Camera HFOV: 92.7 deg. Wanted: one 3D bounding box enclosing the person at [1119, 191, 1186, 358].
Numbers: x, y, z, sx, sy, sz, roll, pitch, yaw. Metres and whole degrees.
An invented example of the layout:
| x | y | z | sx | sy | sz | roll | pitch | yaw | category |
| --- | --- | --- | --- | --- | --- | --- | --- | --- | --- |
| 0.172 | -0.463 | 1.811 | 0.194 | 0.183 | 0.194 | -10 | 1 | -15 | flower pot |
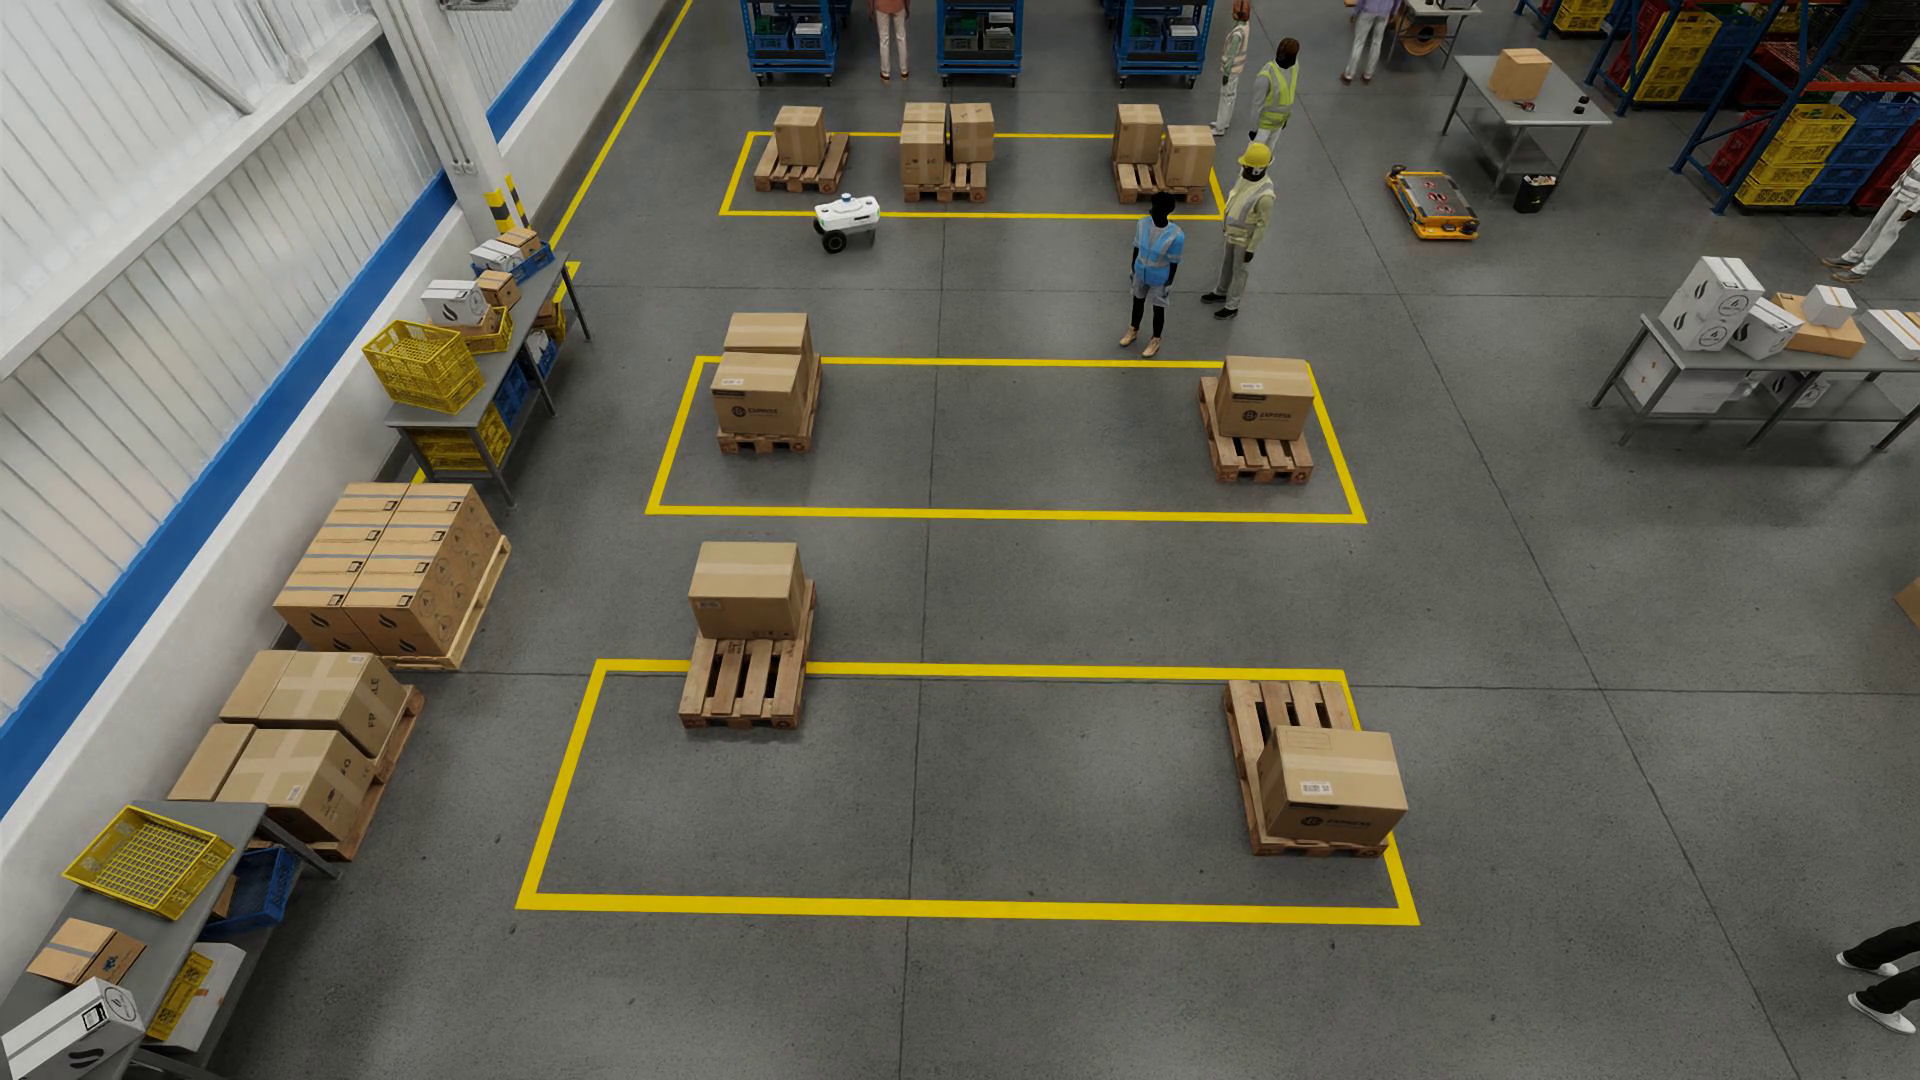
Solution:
| x | y | z | sx | sy | sz | roll | pitch | yaw | category |
| --- | --- | --- | --- | --- | --- | --- | --- | --- | --- |
| 1.838 | -2.536 | 8.779 | 0.527 | 1.690 | 0.319 | 35 | 57 | 26 | person |

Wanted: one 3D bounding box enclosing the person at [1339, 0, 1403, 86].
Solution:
| x | y | z | sx | sy | sz | roll | pitch | yaw | category |
| --- | --- | --- | --- | --- | --- | --- | --- | --- | --- |
| 5.822 | -7.400 | 12.826 | 0.635 | 1.936 | 0.355 | 1 | 49 | 1 | person |

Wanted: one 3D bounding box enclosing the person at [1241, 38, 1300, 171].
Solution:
| x | y | z | sx | sy | sz | roll | pitch | yaw | category |
| --- | --- | --- | --- | --- | --- | --- | --- | --- | --- |
| 3.628 | -4.909 | 10.741 | 0.614 | 1.836 | 0.429 | -31 | 56 | -24 | person |

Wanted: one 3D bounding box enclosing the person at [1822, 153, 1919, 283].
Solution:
| x | y | z | sx | sy | sz | roll | pitch | yaw | category |
| --- | --- | --- | --- | --- | --- | --- | --- | --- | --- |
| 9.901 | -3.597 | 9.570 | 0.353 | 1.883 | 0.577 | 11 | 50 | 9 | person |

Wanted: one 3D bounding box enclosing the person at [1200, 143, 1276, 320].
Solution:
| x | y | z | sx | sy | sz | roll | pitch | yaw | category |
| --- | --- | --- | --- | --- | --- | --- | --- | --- | --- |
| 2.797 | -3.062 | 9.144 | 0.404 | 1.827 | 0.589 | -9 | 50 | -8 | person |

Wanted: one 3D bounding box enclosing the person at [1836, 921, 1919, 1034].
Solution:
| x | y | z | sx | sy | sz | roll | pitch | yaw | category |
| --- | --- | --- | --- | --- | --- | --- | --- | --- | --- |
| 5.347 | 2.007 | 4.696 | 0.374 | 1.916 | 0.596 | 17 | 51 | 14 | person |

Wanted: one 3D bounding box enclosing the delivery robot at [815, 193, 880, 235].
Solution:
| x | y | z | sx | sy | sz | roll | pitch | yaw | category |
| --- | --- | --- | --- | --- | --- | --- | --- | --- | --- |
| -1.283 | -3.724 | 10.493 | 0.707 | 0.478 | 0.477 | -15 | 51 | -13 | delivery robot |

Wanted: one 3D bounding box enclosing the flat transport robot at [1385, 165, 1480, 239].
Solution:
| x | y | z | sx | sy | sz | roll | pitch | yaw | category |
| --- | --- | --- | --- | --- | --- | --- | --- | --- | --- |
| 5.692 | -4.094 | 11.059 | 0.652 | 0.197 | 1.431 | 1 | 49 | 1 | flat transport robot |

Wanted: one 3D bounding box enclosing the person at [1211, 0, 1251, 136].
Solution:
| x | y | z | sx | sy | sz | roll | pitch | yaw | category |
| --- | --- | --- | --- | --- | --- | --- | --- | --- | --- |
| 3.526 | -6.118 | 11.917 | 0.312 | 1.634 | 0.514 | 19 | 52 | 16 | person |

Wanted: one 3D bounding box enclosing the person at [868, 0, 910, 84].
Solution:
| x | y | z | sx | sy | sz | roll | pitch | yaw | category |
| --- | --- | --- | --- | --- | --- | --- | --- | --- | --- |
| -0.994 | -7.510 | 12.888 | 0.608 | 1.988 | 0.392 | -10 | 50 | -8 | person |
